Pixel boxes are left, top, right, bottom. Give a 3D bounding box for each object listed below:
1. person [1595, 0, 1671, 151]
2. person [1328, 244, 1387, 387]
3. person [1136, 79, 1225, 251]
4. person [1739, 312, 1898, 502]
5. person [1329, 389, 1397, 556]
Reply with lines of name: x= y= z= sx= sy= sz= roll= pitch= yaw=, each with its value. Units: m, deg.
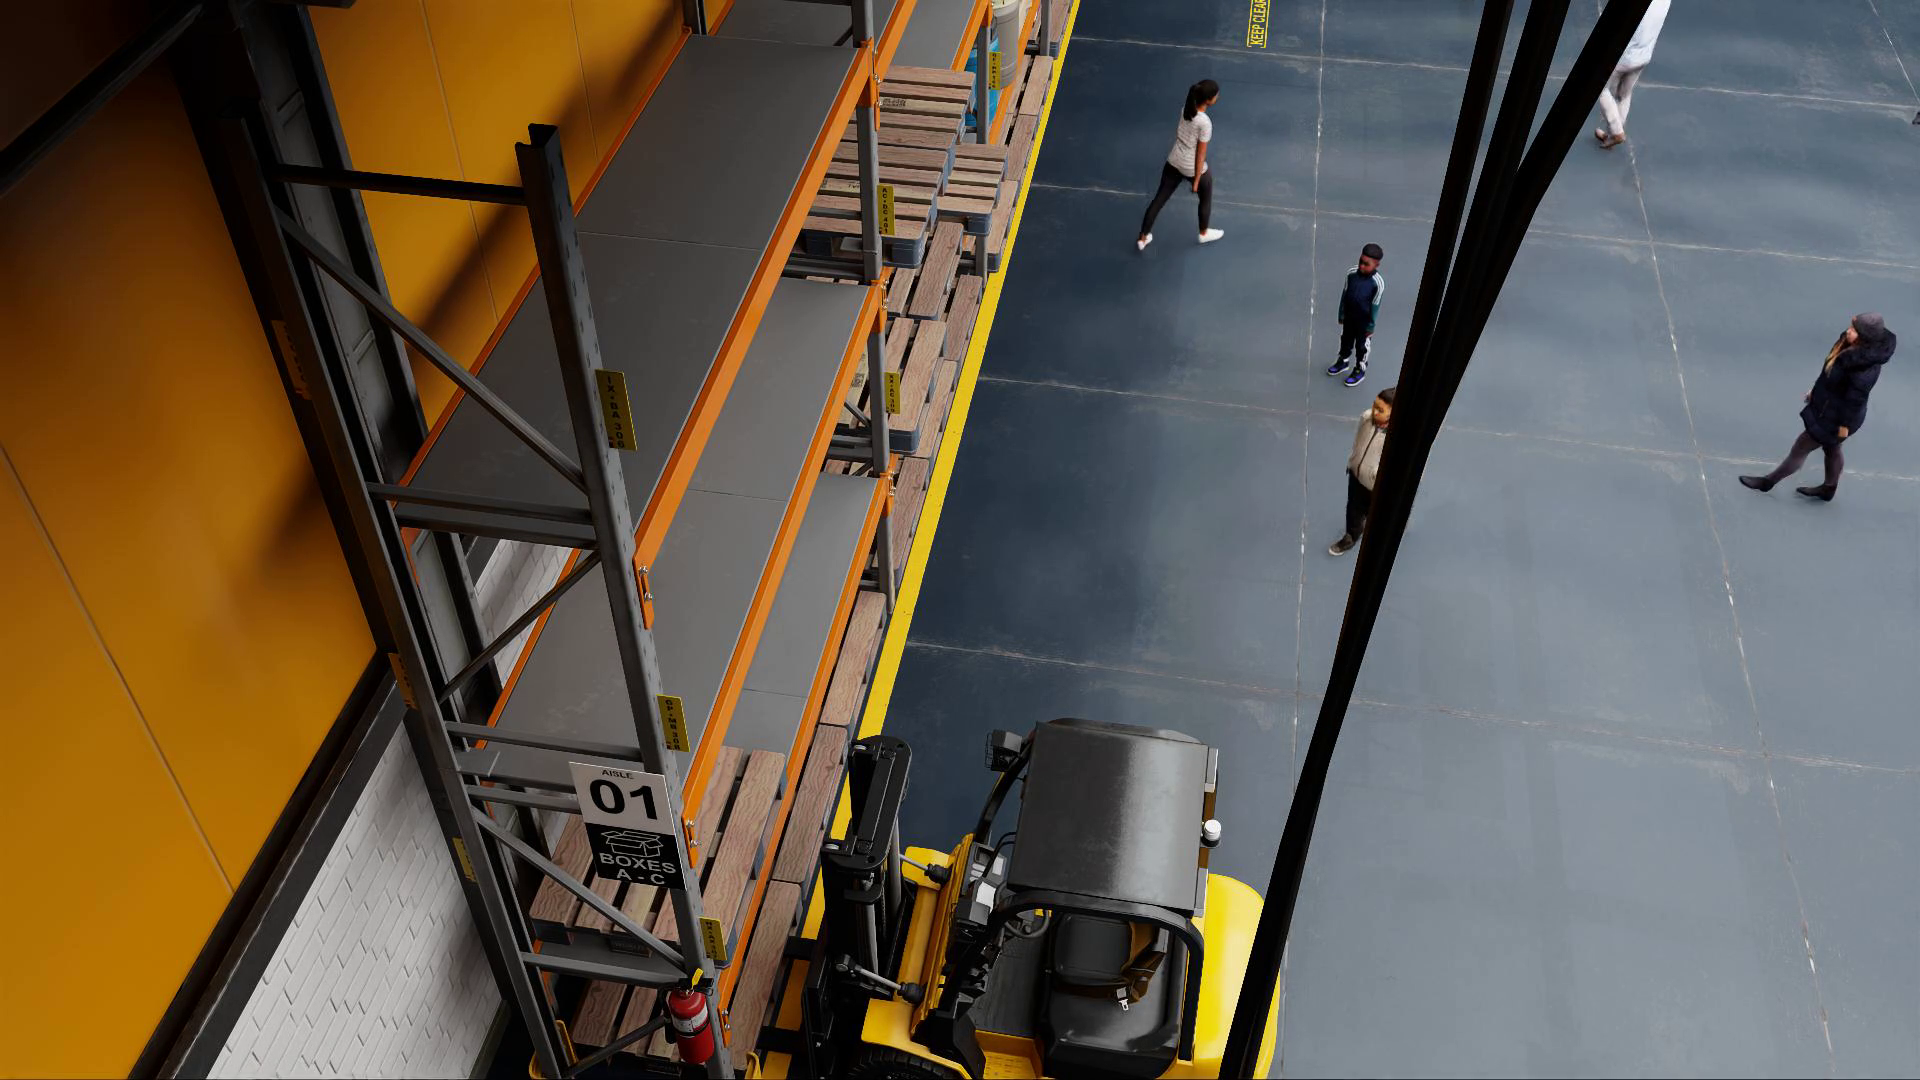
person: x=6.293 y=-4.453 z=15.525 sx=0.860 sy=1.878 sz=0.947 roll=-13 pitch=45 yaw=-13
person: x=3.183 y=-1.804 z=13.195 sx=0.568 sy=1.255 sz=0.606 roll=35 pitch=53 yaw=31
person: x=1.898 y=-3.202 z=14.420 sx=1.068 sy=1.589 sz=1.025 roll=-27 pitch=50 yaw=-26
person: x=6.407 y=-0.921 z=11.982 sx=0.812 sy=1.650 sz=0.907 roll=13 pitch=45 yaw=14
person: x=2.936 y=-0.486 z=11.675 sx=0.890 sy=1.443 sz=0.839 roll=-23 pitch=48 yaw=-22
